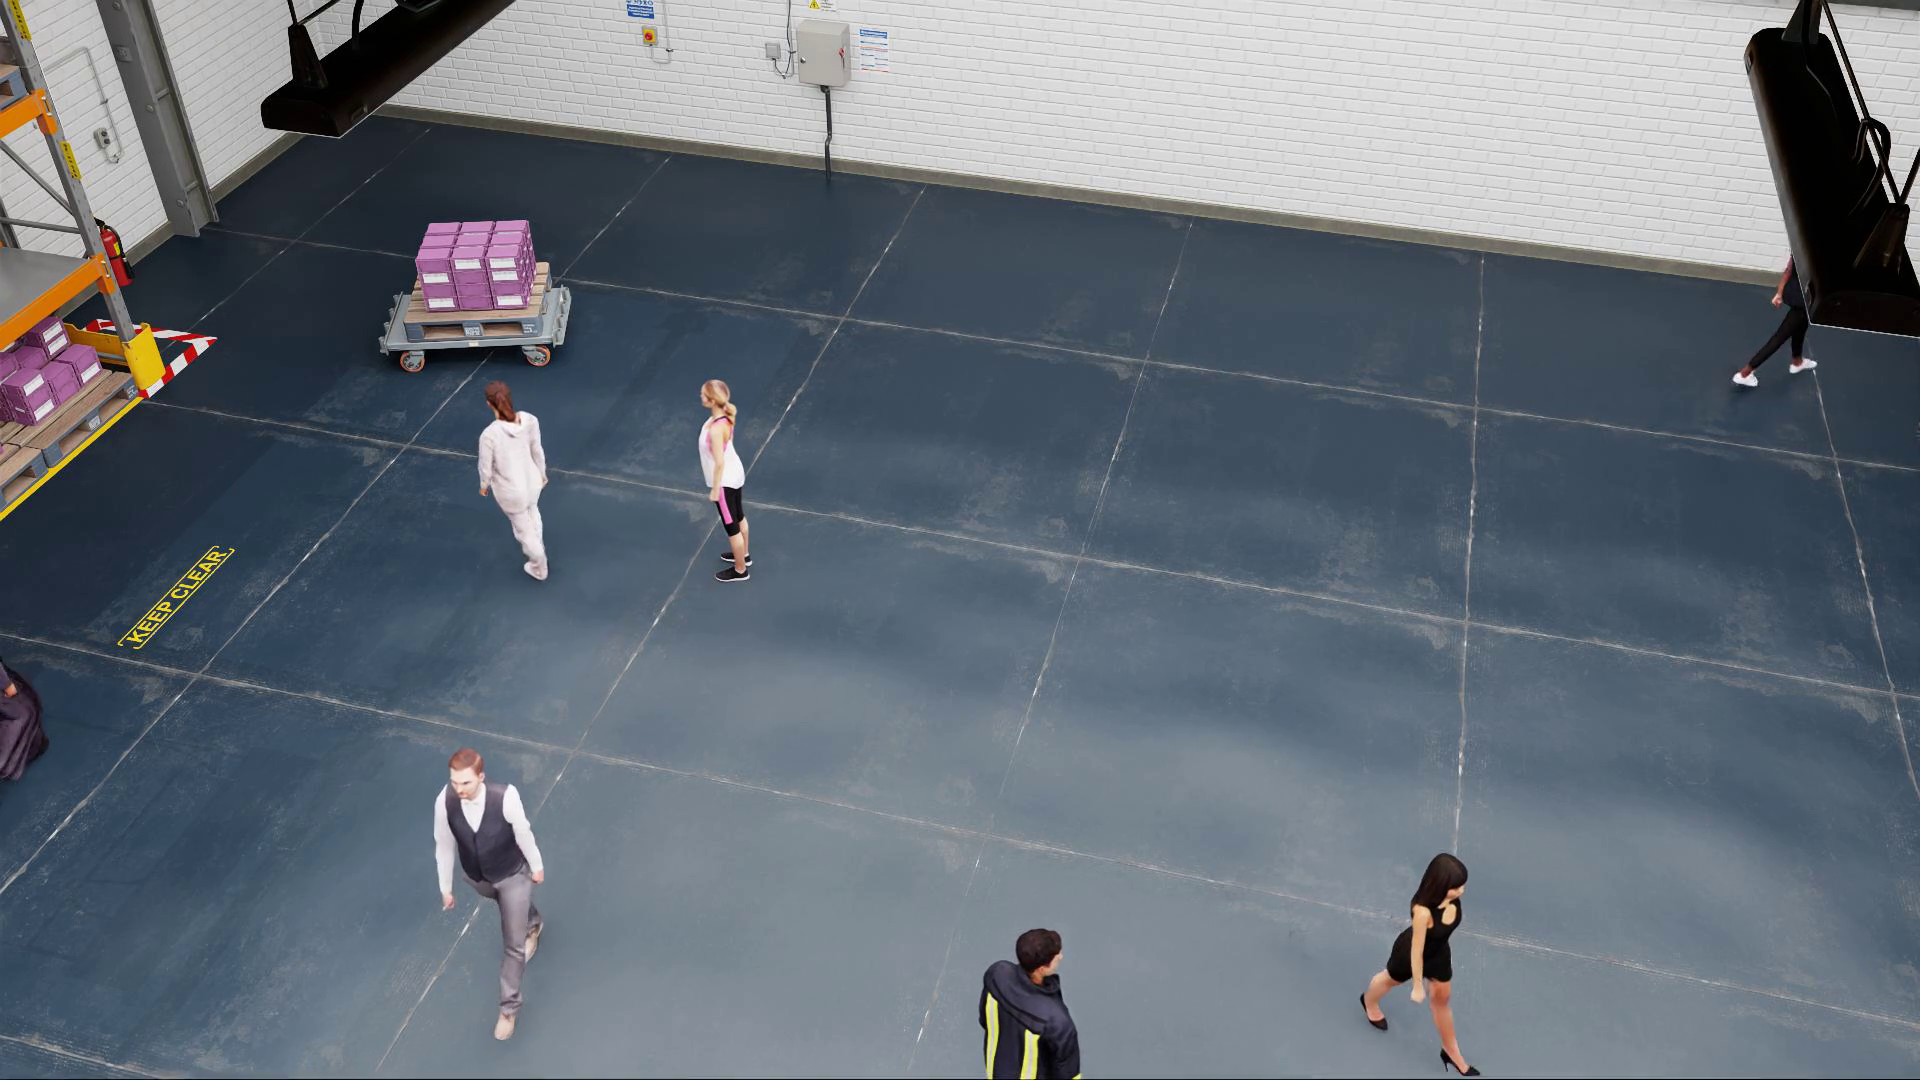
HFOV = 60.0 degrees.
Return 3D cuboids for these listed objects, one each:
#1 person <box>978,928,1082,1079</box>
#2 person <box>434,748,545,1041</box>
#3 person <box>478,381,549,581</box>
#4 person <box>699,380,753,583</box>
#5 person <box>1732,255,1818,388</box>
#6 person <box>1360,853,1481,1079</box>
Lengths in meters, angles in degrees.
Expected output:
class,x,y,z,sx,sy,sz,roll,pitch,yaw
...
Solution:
class,x,y,z,sx,sy,sz,roll,pitch,yaw
person,0.339,2.675,8.516,0.891,1.923,0.891,-31,48,-33
person,-2.644,1.835,9.589,0.815,1.897,1.232,4,39,4
person,-3.289,-0.395,12.566,0.860,1.667,0.804,28,46,31
person,-1.752,-0.454,12.543,0.690,1.787,0.494,5,39,6
person,7.338,-2.073,14.651,1.058,1.686,1.199,-9,39,-11
person,2.488,2.268,9.276,1.045,1.610,1.007,-29,47,-32
